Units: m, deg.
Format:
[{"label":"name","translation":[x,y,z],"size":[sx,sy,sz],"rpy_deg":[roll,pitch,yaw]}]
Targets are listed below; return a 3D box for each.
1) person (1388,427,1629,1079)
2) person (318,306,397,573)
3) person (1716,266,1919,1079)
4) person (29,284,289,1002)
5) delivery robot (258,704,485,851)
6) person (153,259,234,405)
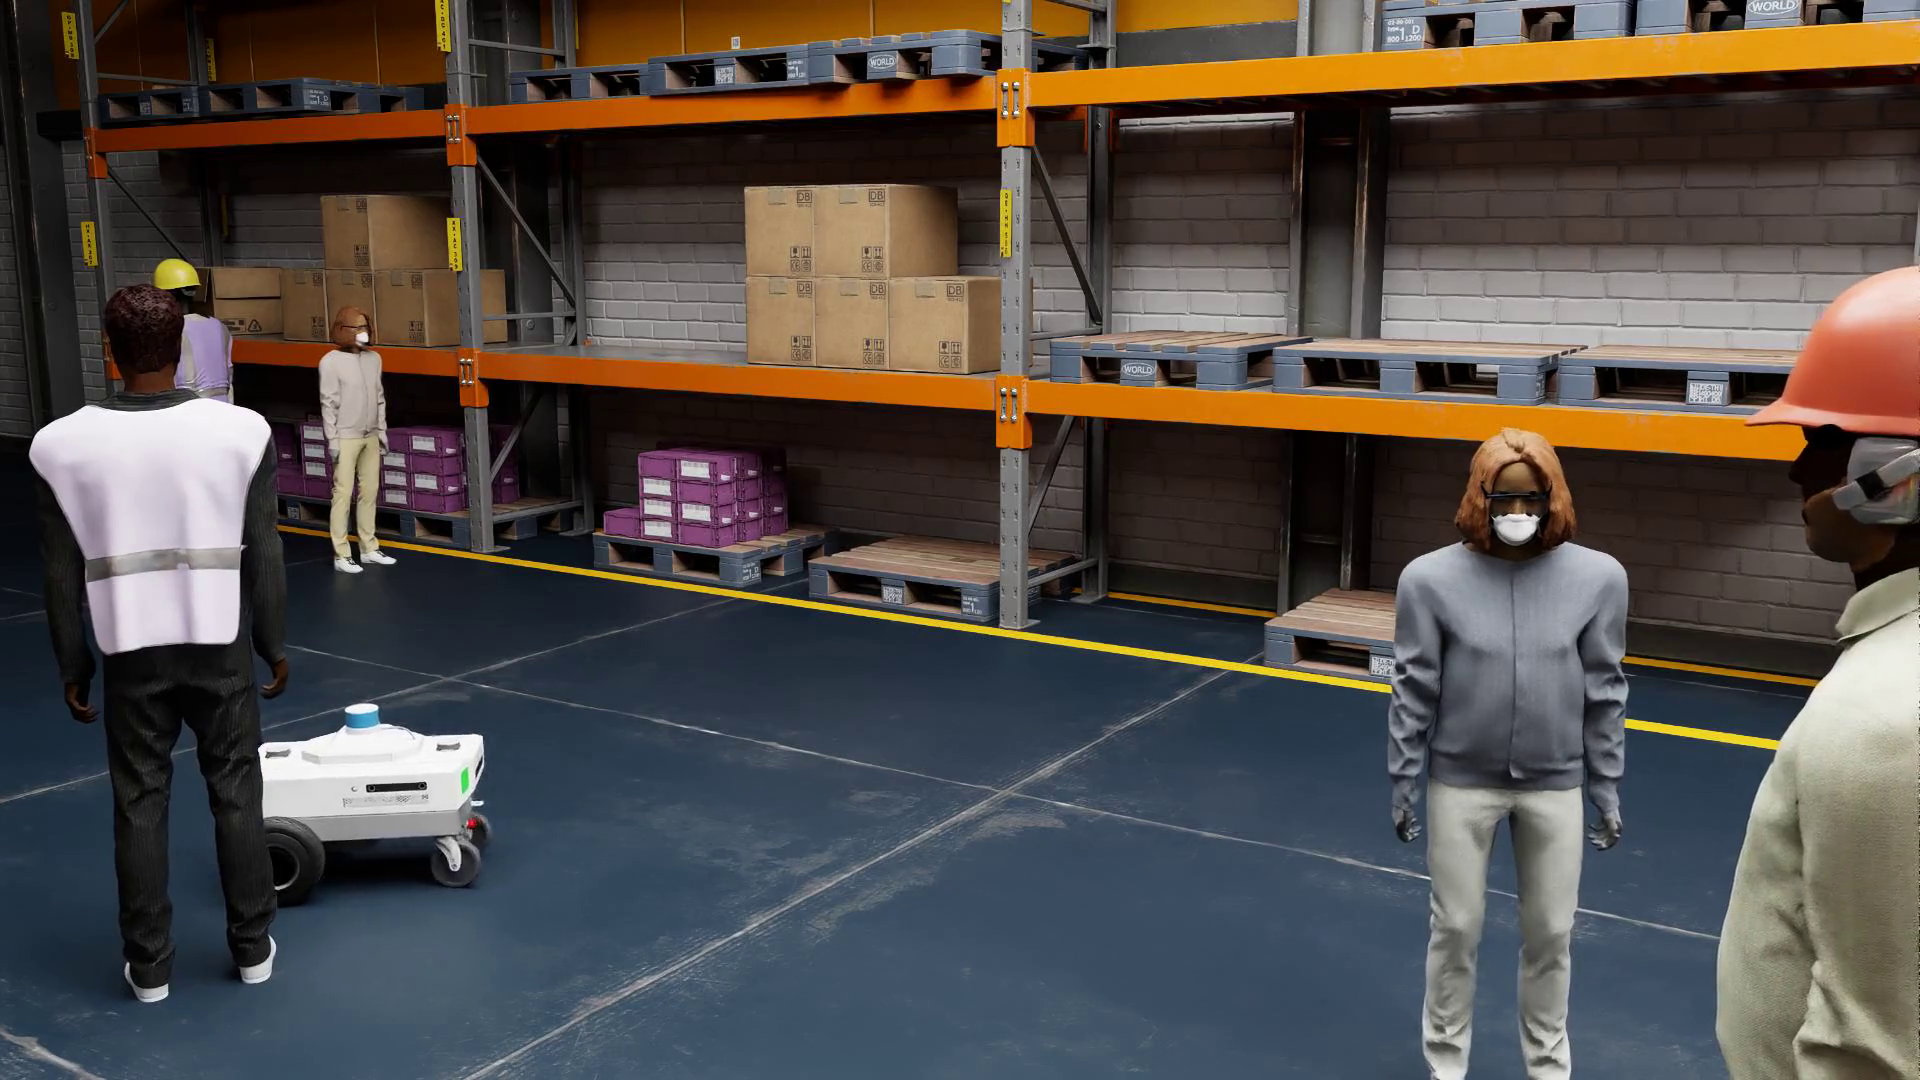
[{"label":"person","translation":[1.207,0.557,3.701],"size":[0.504,1.622,0.299],"rpy_deg":[1,10,8]},{"label":"person","translation":[-3.702,-0.615,10.191],"size":[0.284,1.626,0.492],"rpy_deg":[4,11,22]},{"label":"person","translation":[1.016,0.701,1.874],"size":[0.394,1.992,0.622],"rpy_deg":[10,14,43]},{"label":"person","translation":[-2.099,0.285,4.435],"size":[0.582,1.911,0.391],"rpy_deg":[-4,11,-21]},{"label":"delivery robot","translation":[-1.876,0.763,5.261],"size":[0.707,0.478,0.477],"rpy_deg":[-2,10,-8]},{"label":"person","translation":[-4.365,-0.628,9.462],"size":[0.402,1.919,0.588],"rpy_deg":[2,11,13]}]
